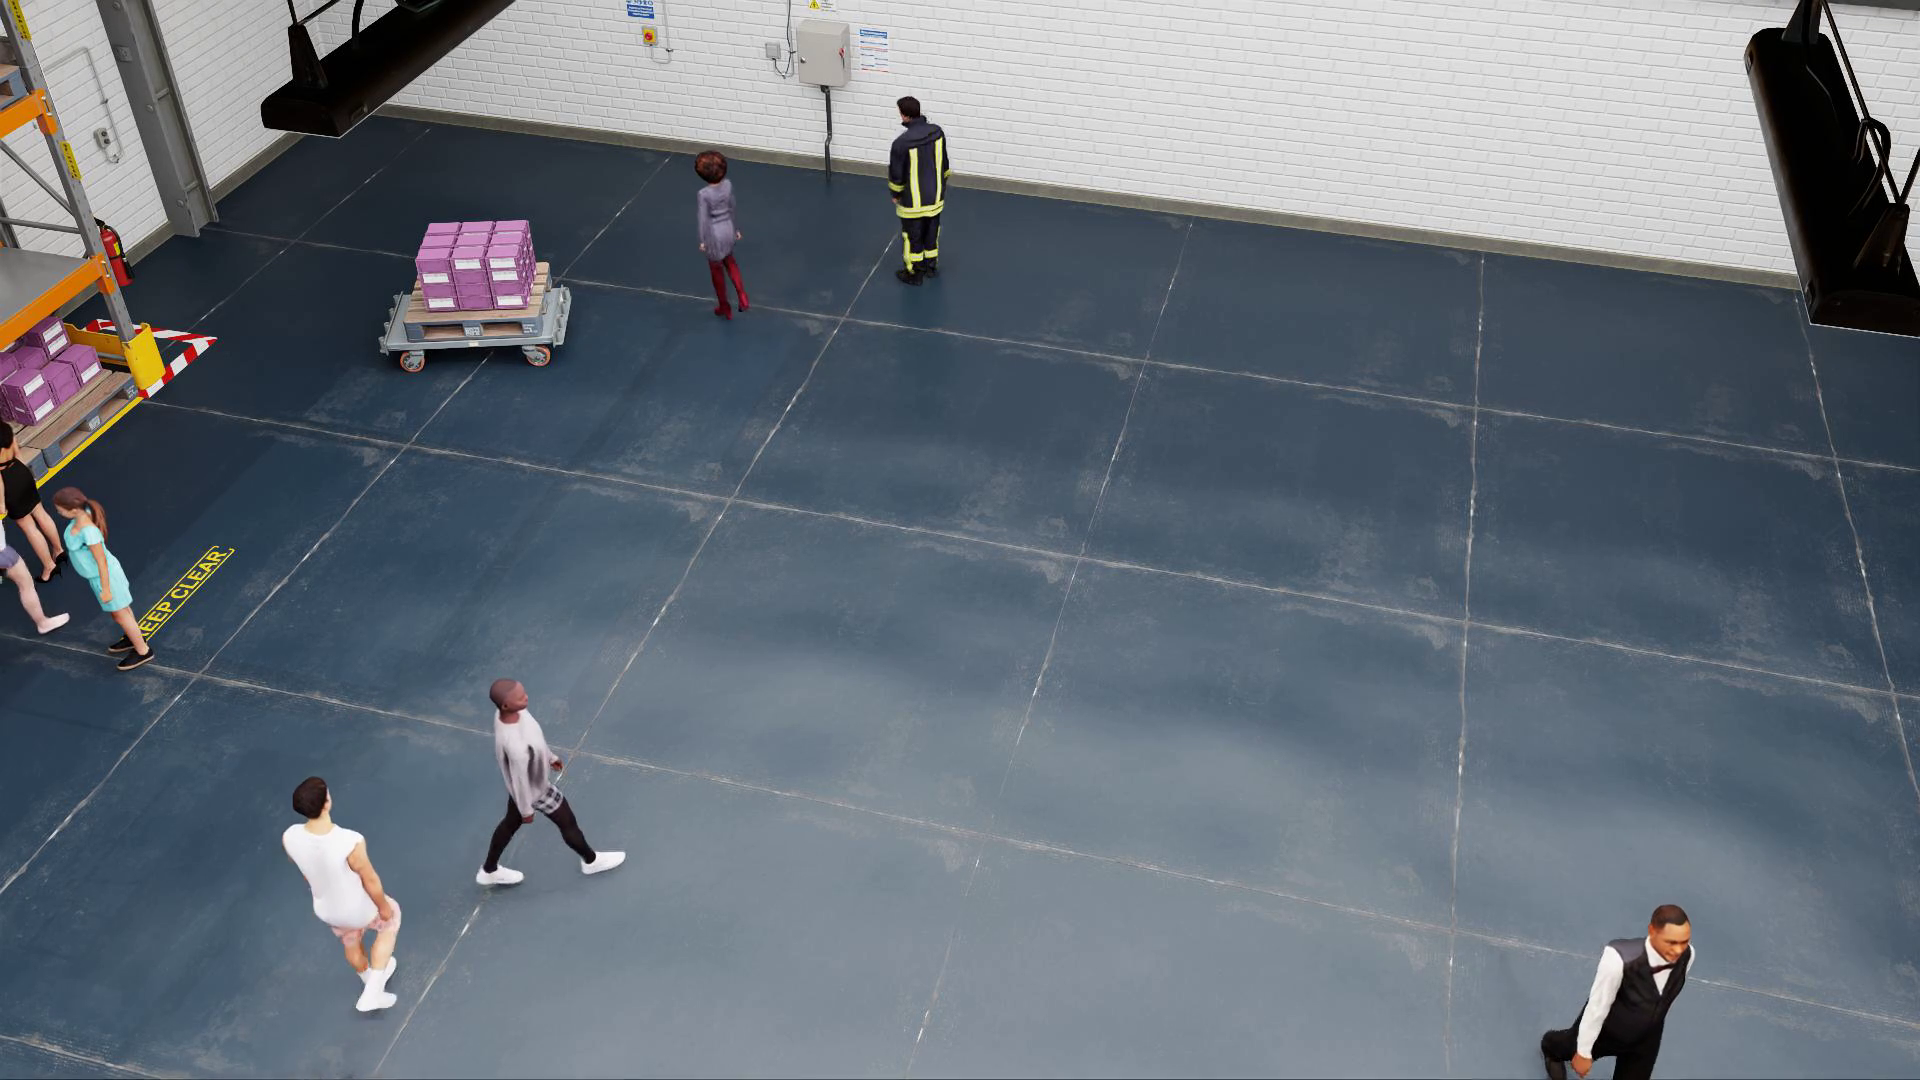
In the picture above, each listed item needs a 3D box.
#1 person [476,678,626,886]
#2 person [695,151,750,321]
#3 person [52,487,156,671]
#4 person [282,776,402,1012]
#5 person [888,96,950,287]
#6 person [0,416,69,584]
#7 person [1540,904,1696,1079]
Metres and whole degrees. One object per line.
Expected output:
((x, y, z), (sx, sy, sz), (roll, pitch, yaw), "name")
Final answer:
((-2.719, 1.506, 10.129), (1.127, 1.737, 1.160), (-13, 41, -16), "person")
((-2.198, -2.804, 15.556), (0.791, 1.698, 0.839), (-29, 47, -32), "person")
((-6.104, 0.244, 11.852), (0.703, 1.558, 0.648), (-22, 44, -25), "person")
((-3.493, 2.078, 9.377), (0.662, 1.781, 0.728), (8, 39, 10), "person")
((-0.378, -3.421, 16.155), (0.912, 1.916, 0.970), (-12, 40, -14), "person")
((-7.131, -0.386, 12.569), (0.665, 1.648, 0.484), (3, 39, 4), "person")
((3.433, 2.498, 8.785), (1.038, 1.864, 1.402), (-5, 39, -6), "person")
